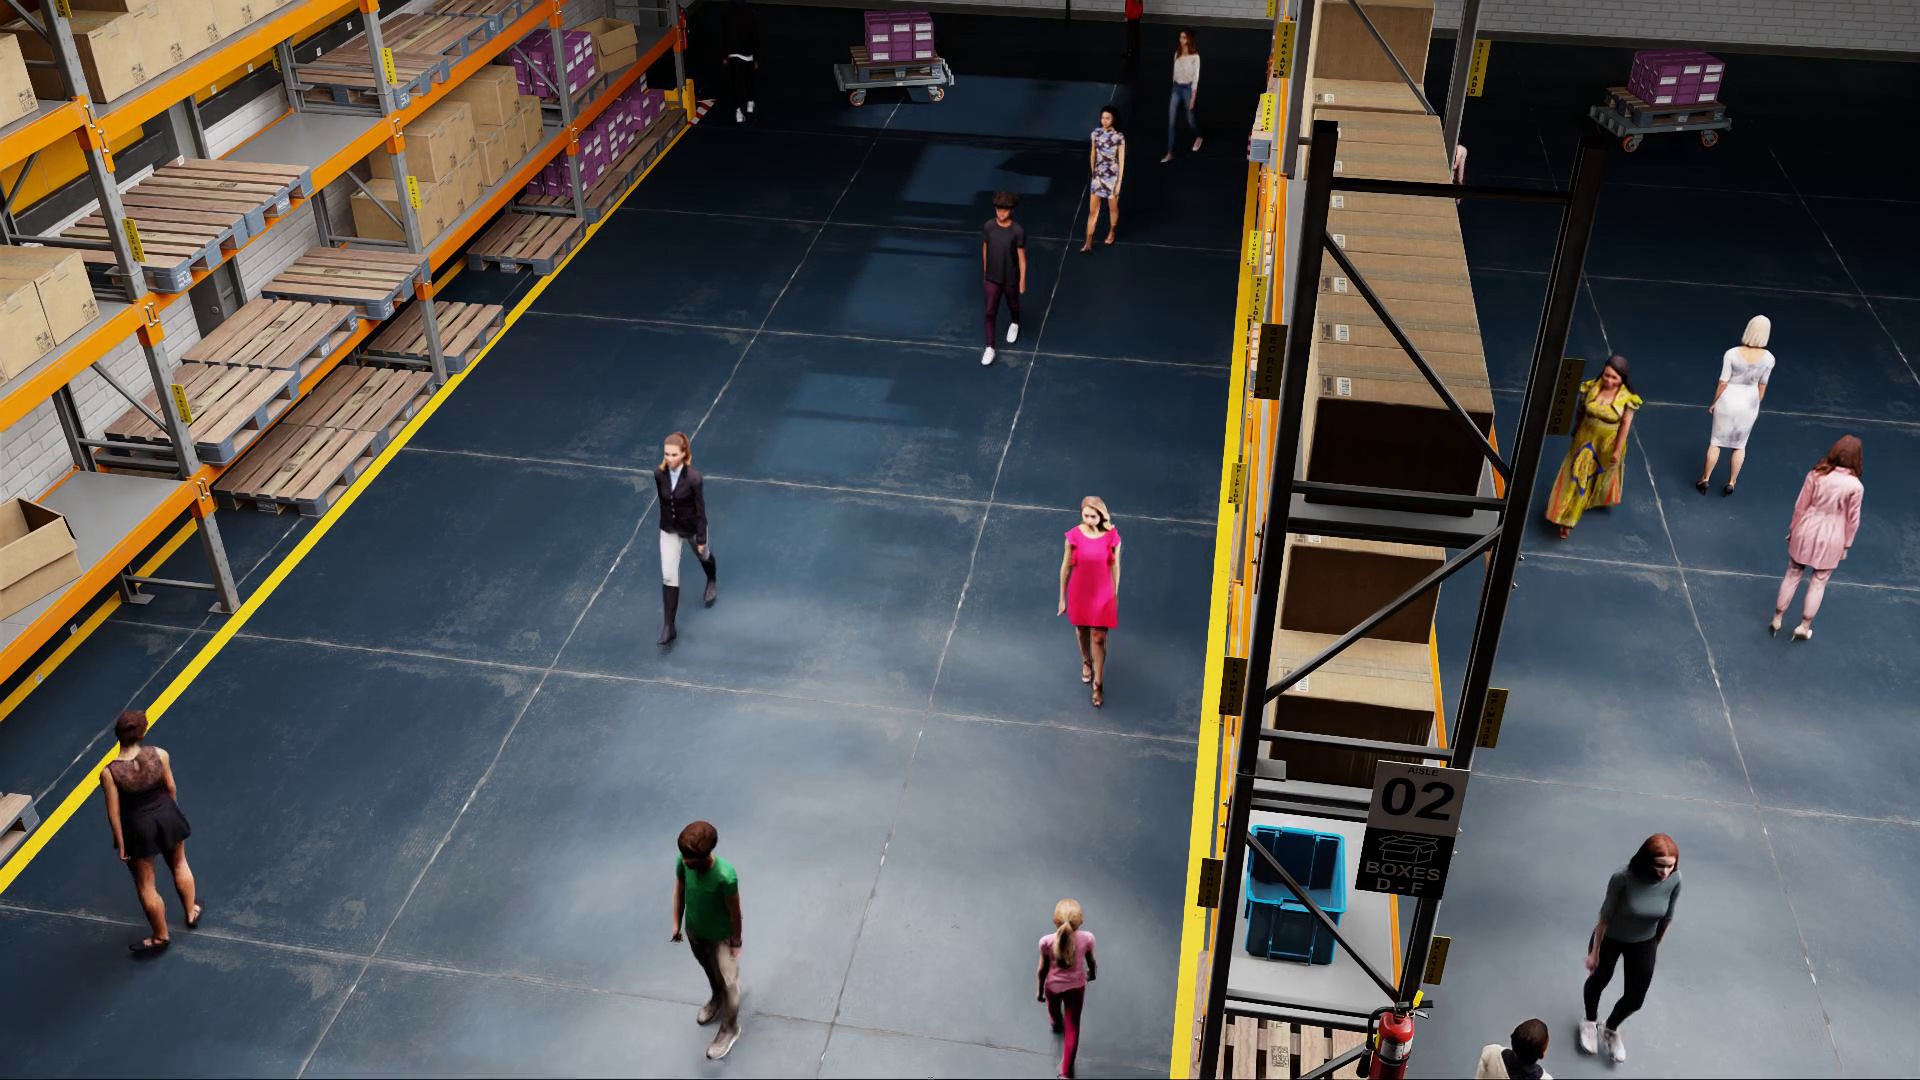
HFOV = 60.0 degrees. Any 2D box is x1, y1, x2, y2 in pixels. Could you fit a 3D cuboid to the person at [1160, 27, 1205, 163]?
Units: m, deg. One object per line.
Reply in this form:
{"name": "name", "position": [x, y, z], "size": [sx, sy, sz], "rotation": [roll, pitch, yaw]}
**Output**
{"name": "person", "position": [2.992, -5.833, 21.745], "size": [0.926, 1.702, 1.161], "rotation": [24, 40, 31]}

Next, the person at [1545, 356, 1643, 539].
{"name": "person", "position": [5.539, -0.865, 14.357], "size": [1.018, 1.608, 1.435], "rotation": [18, 38, 25]}

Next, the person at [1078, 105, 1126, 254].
{"name": "person", "position": [1.747, -4.195, 19.289], "size": [0.755, 1.694, 1.110], "rotation": [13, 36, 18]}

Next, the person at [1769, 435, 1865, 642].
{"name": "person", "position": [6.638, 0.001, 12.878], "size": [0.691, 1.802, 0.692], "rotation": [25, 41, 33]}

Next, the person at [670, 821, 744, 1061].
{"name": "person", "position": [-1.424, 2.221, 9.672], "size": [0.710, 1.654, 0.791], "rotation": [18, 38, 25]}

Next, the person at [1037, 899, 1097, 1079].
{"name": "person", "position": [0.610, 2.584, 9.497], "size": [0.598, 1.242, 0.930], "rotation": [0, 34, 0]}

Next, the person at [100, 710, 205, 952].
{"name": "person", "position": [-5.032, 1.811, 10.286], "size": [0.902, 1.657, 0.744], "rotation": [18, 37, 24]}

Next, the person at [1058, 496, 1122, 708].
{"name": "person", "position": [0.987, 0.347, 12.435], "size": [0.602, 1.716, 0.730], "rotation": [4, 34, 6]}

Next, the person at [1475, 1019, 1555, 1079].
{"name": "person", "position": [2.816, 3.029, 8.639], "size": [0.651, 1.452, 0.664], "rotation": [26, 41, 33]}

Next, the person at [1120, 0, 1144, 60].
{"name": "person", "position": [2.656, -8.035, 25.438], "size": [0.639, 1.282, 0.560], "rotation": [25, 41, 32]}

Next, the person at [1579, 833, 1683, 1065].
{"name": "person", "position": [3.779, 2.258, 9.548], "size": [0.603, 1.730, 0.588], "rotation": [4, 34, 6]}

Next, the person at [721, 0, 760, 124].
{"name": "person", "position": [-3.026, -6.606, 22.840], "size": [0.863, 1.778, 1.255], "rotation": [-1, 34, -2]}

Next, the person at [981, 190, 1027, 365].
{"name": "person", "position": [0.471, -2.758, 17.082], "size": [0.711, 1.744, 1.125], "rotation": [9, 35, 13]}

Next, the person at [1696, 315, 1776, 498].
{"name": "person", "position": [6.869, -1.175, 14.696], "size": [0.595, 1.749, 0.549], "rotation": [11, 35, 15]}

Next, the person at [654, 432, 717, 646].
{"name": "person", "position": [-2.133, -0.094, 13.141], "size": [0.614, 1.670, 1.198], "rotation": [7, 34, 11]}
